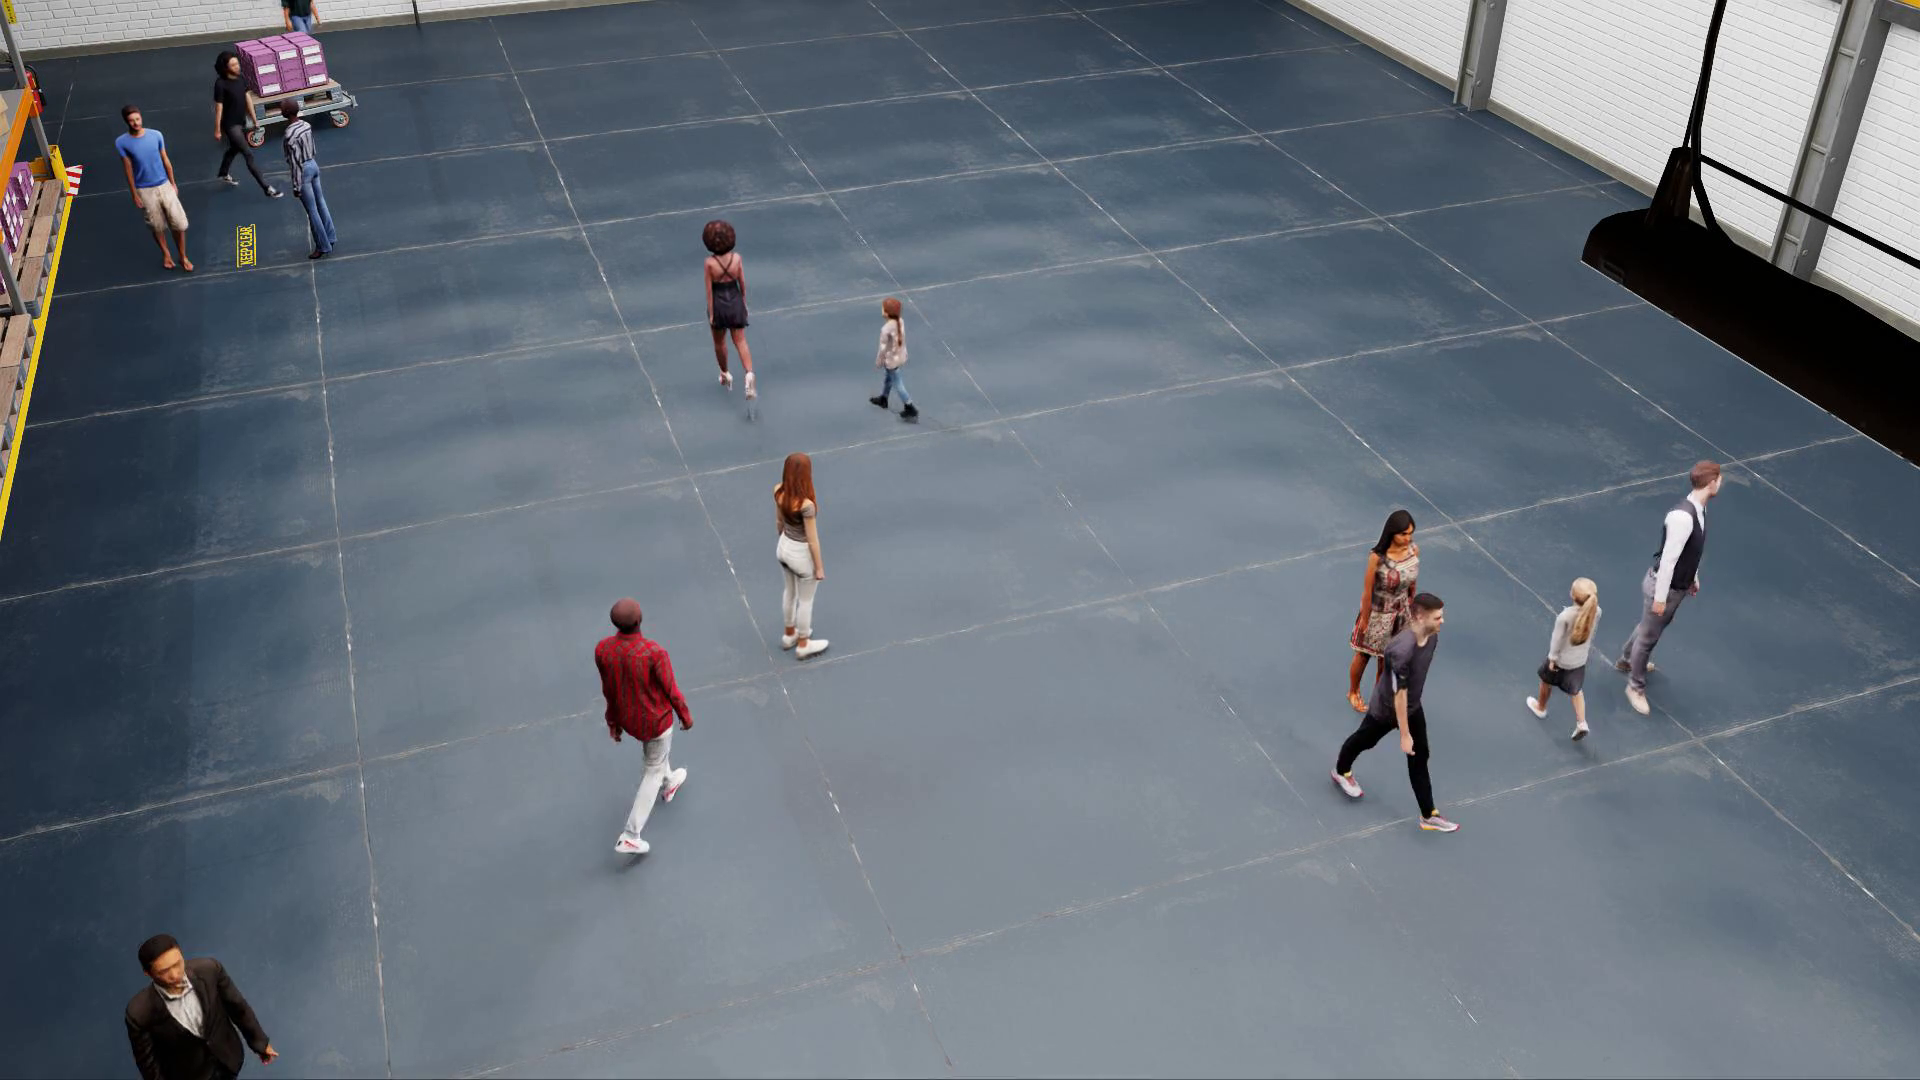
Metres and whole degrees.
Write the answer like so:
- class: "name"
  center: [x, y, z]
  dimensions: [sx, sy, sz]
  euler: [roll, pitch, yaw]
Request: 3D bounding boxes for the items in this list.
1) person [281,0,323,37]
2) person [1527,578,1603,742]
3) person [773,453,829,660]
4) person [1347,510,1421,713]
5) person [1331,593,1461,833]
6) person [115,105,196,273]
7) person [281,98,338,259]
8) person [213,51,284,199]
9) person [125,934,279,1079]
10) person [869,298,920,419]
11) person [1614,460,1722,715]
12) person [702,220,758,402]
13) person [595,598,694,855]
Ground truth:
- class: "person"
  center: [-9.434, -7.421, 23.694]
  dimensions: [1.015, 1.590, 0.895]
  euler: [20, 38, 27]
- class: "person"
  center: [4.279, 0.824, 11.588]
  dimensions: [0.597, 1.260, 0.846]
  euler: [-6, 34, -9]
- class: "person"
  center: [-1.206, 0.121, 12.234]
  dimensions: [0.610, 1.715, 0.730]
  euler: [29, 43, 36]
- class: "person"
  center: [3.005, 0.483, 11.754]
  dimensions: [0.661, 1.644, 0.537]
  euler: [-14, 36, -20]
- class: "person"
  center: [2.761, 1.075, 10.810]
  dimensions: [0.923, 1.702, 1.271]
  euler: [-24, 40, -31]
- class: "person"
  center: [-8.812, -3.862, 18.110]
  dimensions: [0.746, 1.843, 0.869]
  euler: [-20, 38, -27]
- class: "person"
  center: [-7.208, -4.000, 18.361]
  dimensions: [0.752, 1.796, 0.611]
  euler: [3, 34, 4]
- class: "person"
  center: [-8.702, -4.960, 19.826]
  dimensions: [1.204, 1.773, 1.261]
  euler: [6, 34, 9]
- class: "person"
  center: [-3.880, 2.613, 8.444]
  dimensions: [1.255, 1.760, 1.100]
  euler: [22, 40, 30]
- class: "person"
  center: [-0.581, -1.665, 15.410]
  dimensions: [0.882, 1.174, 0.771]
  euler: [20, 39, 27]
- class: "person"
  center: [4.980, 0.327, 11.745]
  dimensions: [0.865, 1.913, 0.851]
  euler: [-21, 39, -29]
- class: "person"
  center: [-2.145, -2.086, 15.507]
  dimensions: [0.615, 1.767, 1.016]
  euler: [-14, 36, -20]
- class: "person"
  center: [-2.033, 1.177, 10.565]
  dimensions: [1.168, 1.805, 1.227]
  euler: [15, 36, 21]
